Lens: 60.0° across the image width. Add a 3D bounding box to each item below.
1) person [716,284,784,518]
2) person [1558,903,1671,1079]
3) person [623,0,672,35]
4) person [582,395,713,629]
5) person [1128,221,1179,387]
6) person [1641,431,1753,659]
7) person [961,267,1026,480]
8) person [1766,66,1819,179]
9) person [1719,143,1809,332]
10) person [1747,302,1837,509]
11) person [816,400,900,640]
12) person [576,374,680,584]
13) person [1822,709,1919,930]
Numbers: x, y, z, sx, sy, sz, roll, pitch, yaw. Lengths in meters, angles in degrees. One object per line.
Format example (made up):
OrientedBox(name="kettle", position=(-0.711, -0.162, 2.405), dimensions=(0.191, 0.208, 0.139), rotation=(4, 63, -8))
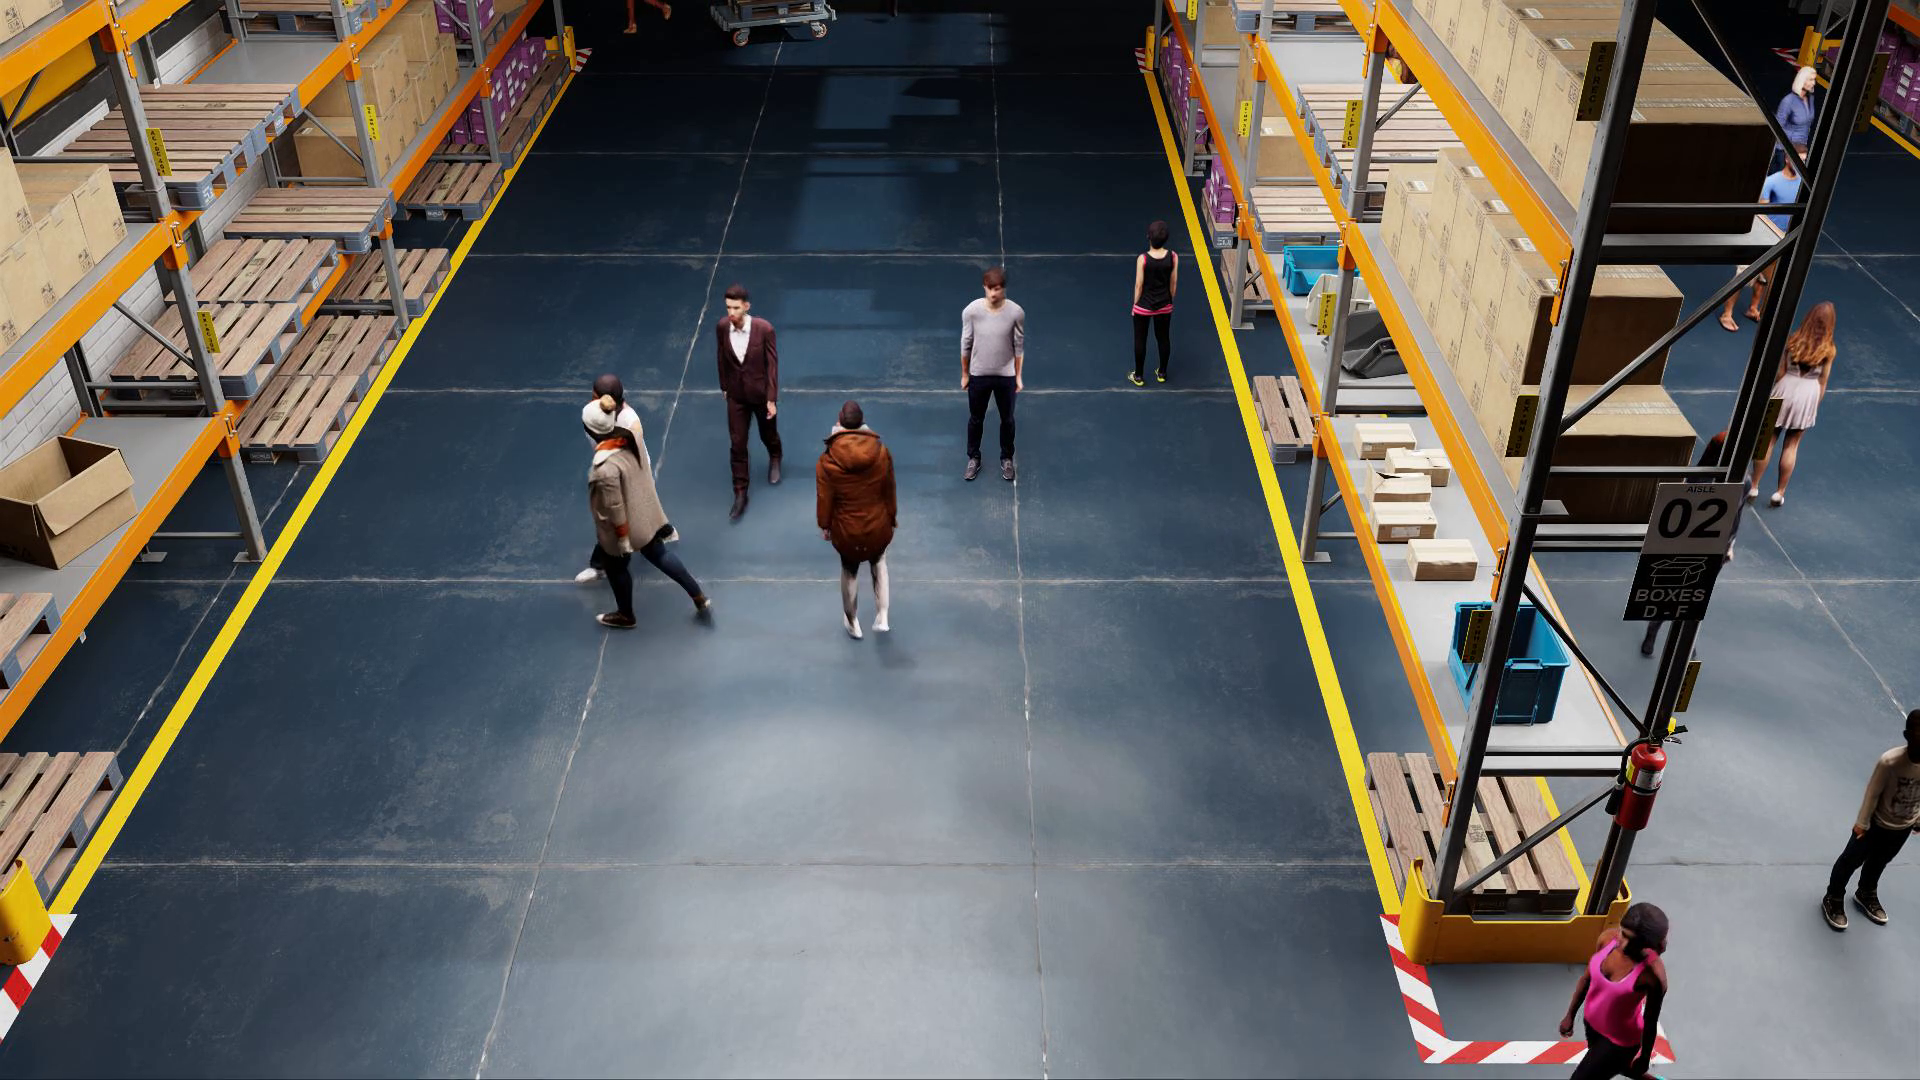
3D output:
OrientedBox(name="person", position=(-1.622, -1.186, 13.171), dimensions=(0.789, 1.836, 1.202), rotation=(4, 34, 7))
OrientedBox(name="person", position=(3.210, 2.337, 8.006), dimensions=(0.904, 1.688, 1.128), rotation=(-11, 35, -16))
OrientedBox(name="person", position=(-4.552, -8.054, 23.656), dimensions=(0.943, 1.668, 0.993), rotation=(-18, 38, -25))
OrientedBox(name="person", position=(-2.234, -0.175, 11.620), dimensions=(0.945, 1.871, 1.076), rotation=(10, 35, 15))
OrientedBox(name="person", position=(1.726, -2.121, 14.834), dimensions=(0.588, 1.553, 0.567), rotation=(-7, 34, -11))
OrientedBox(name="person", position=(5.078, 0.029, 11.395), dimensions=(0.614, 1.779, 0.524), rotation=(4, 34, 6))
OrientedBox(name="person", position=(0.263, -1.349, 13.410), dimensions=(0.653, 1.844, 0.525), rotation=(1, 34, 1))
OrientedBox(name="person", position=(8.838, -4.253, 17.886), dimensions=(0.980, 1.725, 1.138), rotation=(-19, 38, -26))
OrientedBox(name="person", position=(7.631, -2.879, 15.704), dimensions=(0.737, 1.853, 0.712), rotation=(-10, 35, -14))
OrientedBox(name="person", position=(6.515, -1.048, 13.024), dimensions=(0.670, 1.770, 0.712), rotation=(17, 37, 24))
OrientedBox(name="person", position=(-0.668, -0.061, 11.500), dimensions=(0.815, 1.813, 0.867), rotation=(-10, 35, -14))
OrientedBox(name="person", position=(-2.437, -0.501, 12.321), dimensions=(1.144, 1.638, 1.179), rotation=(-19, 38, -27))
OrientedBox(name="person", position=(5.236, 1.555, 9.384), dimensions=(0.585, 1.464, 0.545), rotation=(-5, 34, -7))
